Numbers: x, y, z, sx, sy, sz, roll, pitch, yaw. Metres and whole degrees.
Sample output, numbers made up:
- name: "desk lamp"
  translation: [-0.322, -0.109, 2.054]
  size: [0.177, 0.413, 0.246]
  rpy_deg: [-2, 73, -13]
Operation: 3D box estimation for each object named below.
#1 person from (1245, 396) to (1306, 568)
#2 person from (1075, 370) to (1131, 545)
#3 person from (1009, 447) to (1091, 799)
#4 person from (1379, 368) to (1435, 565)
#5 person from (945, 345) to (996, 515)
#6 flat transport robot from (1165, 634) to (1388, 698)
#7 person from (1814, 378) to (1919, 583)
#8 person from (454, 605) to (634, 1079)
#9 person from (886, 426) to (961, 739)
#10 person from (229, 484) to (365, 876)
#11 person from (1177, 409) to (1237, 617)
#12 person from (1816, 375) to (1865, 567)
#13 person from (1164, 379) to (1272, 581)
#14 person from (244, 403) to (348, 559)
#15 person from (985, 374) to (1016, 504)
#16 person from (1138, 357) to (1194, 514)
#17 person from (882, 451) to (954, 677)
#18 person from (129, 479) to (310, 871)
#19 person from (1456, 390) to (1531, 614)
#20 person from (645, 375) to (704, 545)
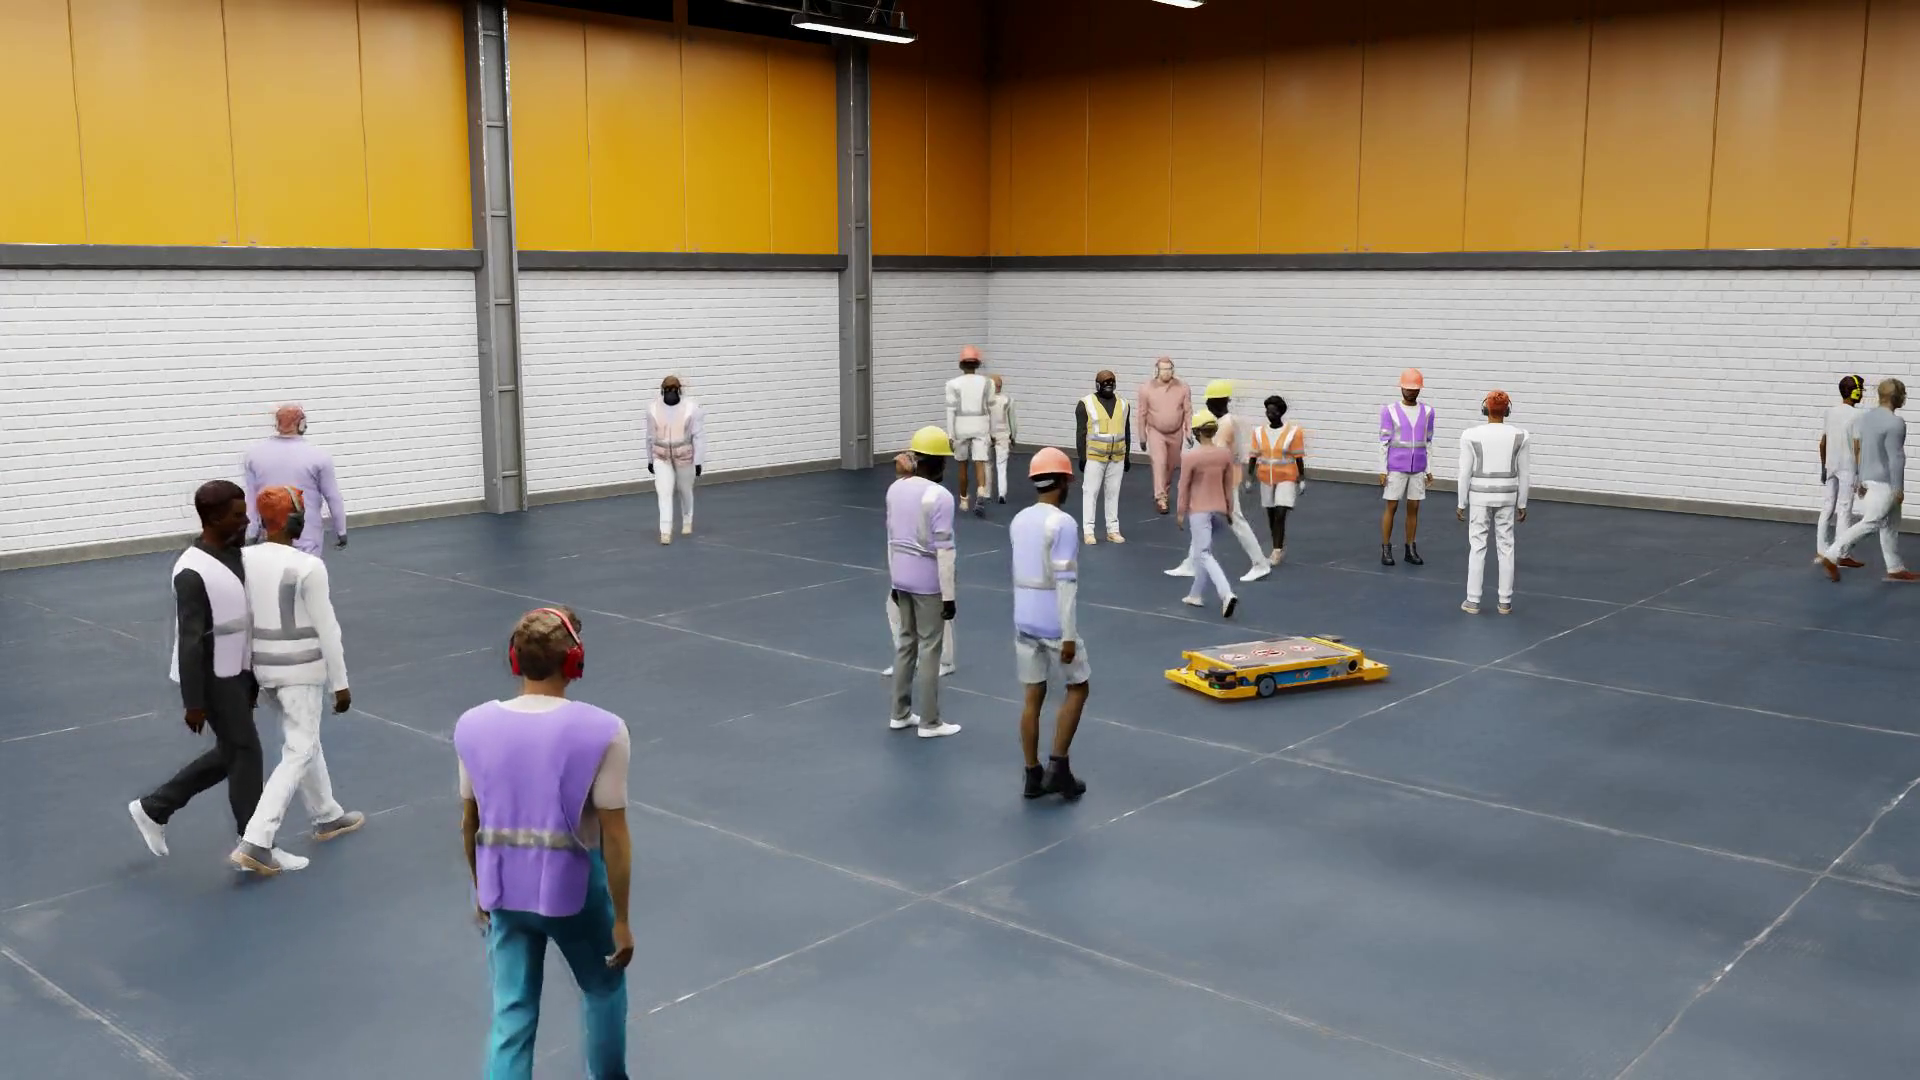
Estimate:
- name: "person"
  translation: [3.015, -0.558, 16.101]
  size: [0.557, 1.660, 0.780]
  rpy_deg: [6, 11, 34]
- name: "person"
  translation: [1.528, -0.872, 17.562]
  size: [0.627, 1.844, 0.429]
  rpy_deg: [-3, 10, -20]
- name: "person"
  translation: [0.482, 0.454, 9.076]
  size: [0.502, 1.898, 0.568]
  rpy_deg: [-8, 12, -40]
- name: "person"
  translation: [4.370, -0.710, 16.247]
  size: [0.552, 1.933, 0.368]
  rpy_deg: [-1, 9, -7]
- name: "person"
  translation: [0.136, -1.293, 19.679]
  size: [0.616, 2.018, 0.925]
  rpy_deg: [-1, 9, -6]
- name: "flat transport robot"
  translation: [2.202, 0.866, 11.553]
  size: [1.431, 0.197, 0.652]
  rpy_deg: [-4, 10, -26]
- name: "person"
  translation: [8.395, -0.541, 15.271]
  size: [0.952, 1.910, 0.634]
  rpy_deg: [1, 9, 9]
- name: "person"
  translation: [-1.260, 1.100, 5.232]
  size: [0.592, 1.811, 0.835]
  rpy_deg: [1, 9, 9]
- name: "person"
  translation: [-0.219, 0.254, 10.257]
  size: [0.408, 1.916, 0.600]
  rpy_deg: [-8, 12, -40]
- name: "person"
  translation: [-3.241, 0.646, 8.006]
  size: [0.585, 1.852, 0.932]
  rpy_deg: [4, 10, 26]
- name: "person"
  translation: [2.100, -0.231, 13.925]
  size: [0.526, 1.724, 0.854]
  rpy_deg: [-5, 10, -27]
- name: "person"
  translation: [8.603, -0.672, 16.210]
  size: [0.332, 1.872, 0.514]
  rpy_deg: [-2, 9, -14]
- name: "person"
  translation: [2.446, -0.544, 15.403]
  size: [0.979, 1.885, 0.606]
  rpy_deg: [1, 9, 4]
- name: "person"
  translation: [-4.961, -0.095, 12.561]
  size: [0.683, 1.872, 0.873]
  rpy_deg: [0, 9, 0]
- name: "person"
  translation: [0.443, -1.265, 20.781]
  size: [0.532, 1.603, 0.838]
  rpy_deg: [-1, 9, -3]
- name: "person"
  translation: [2.474, -1.284, 20.077]
  size: [0.639, 1.871, 0.972]
  rpy_deg: [-1, 9, -7]
- name: "person"
  translation: [-0.314, 0.178, 11.664]
  size: [0.625, 1.611, 0.614]
  rpy_deg: [-5, 10, -26]
- name: "person"
  translation: [-3.544, 0.649, 7.842]
  size: [0.768, 1.893, 0.598]
  rpy_deg: [-1, 9, -4]
- name: "person"
  translation: [4.458, -0.314, 13.926]
  size: [0.582, 1.882, 0.351]
  rpy_deg: [1, 9, 7]
- name: "person"
  translation: [-3.051, -0.886, 17.860]
  size: [0.638, 1.787, 1.020]
  rpy_deg: [0, 9, -2]
